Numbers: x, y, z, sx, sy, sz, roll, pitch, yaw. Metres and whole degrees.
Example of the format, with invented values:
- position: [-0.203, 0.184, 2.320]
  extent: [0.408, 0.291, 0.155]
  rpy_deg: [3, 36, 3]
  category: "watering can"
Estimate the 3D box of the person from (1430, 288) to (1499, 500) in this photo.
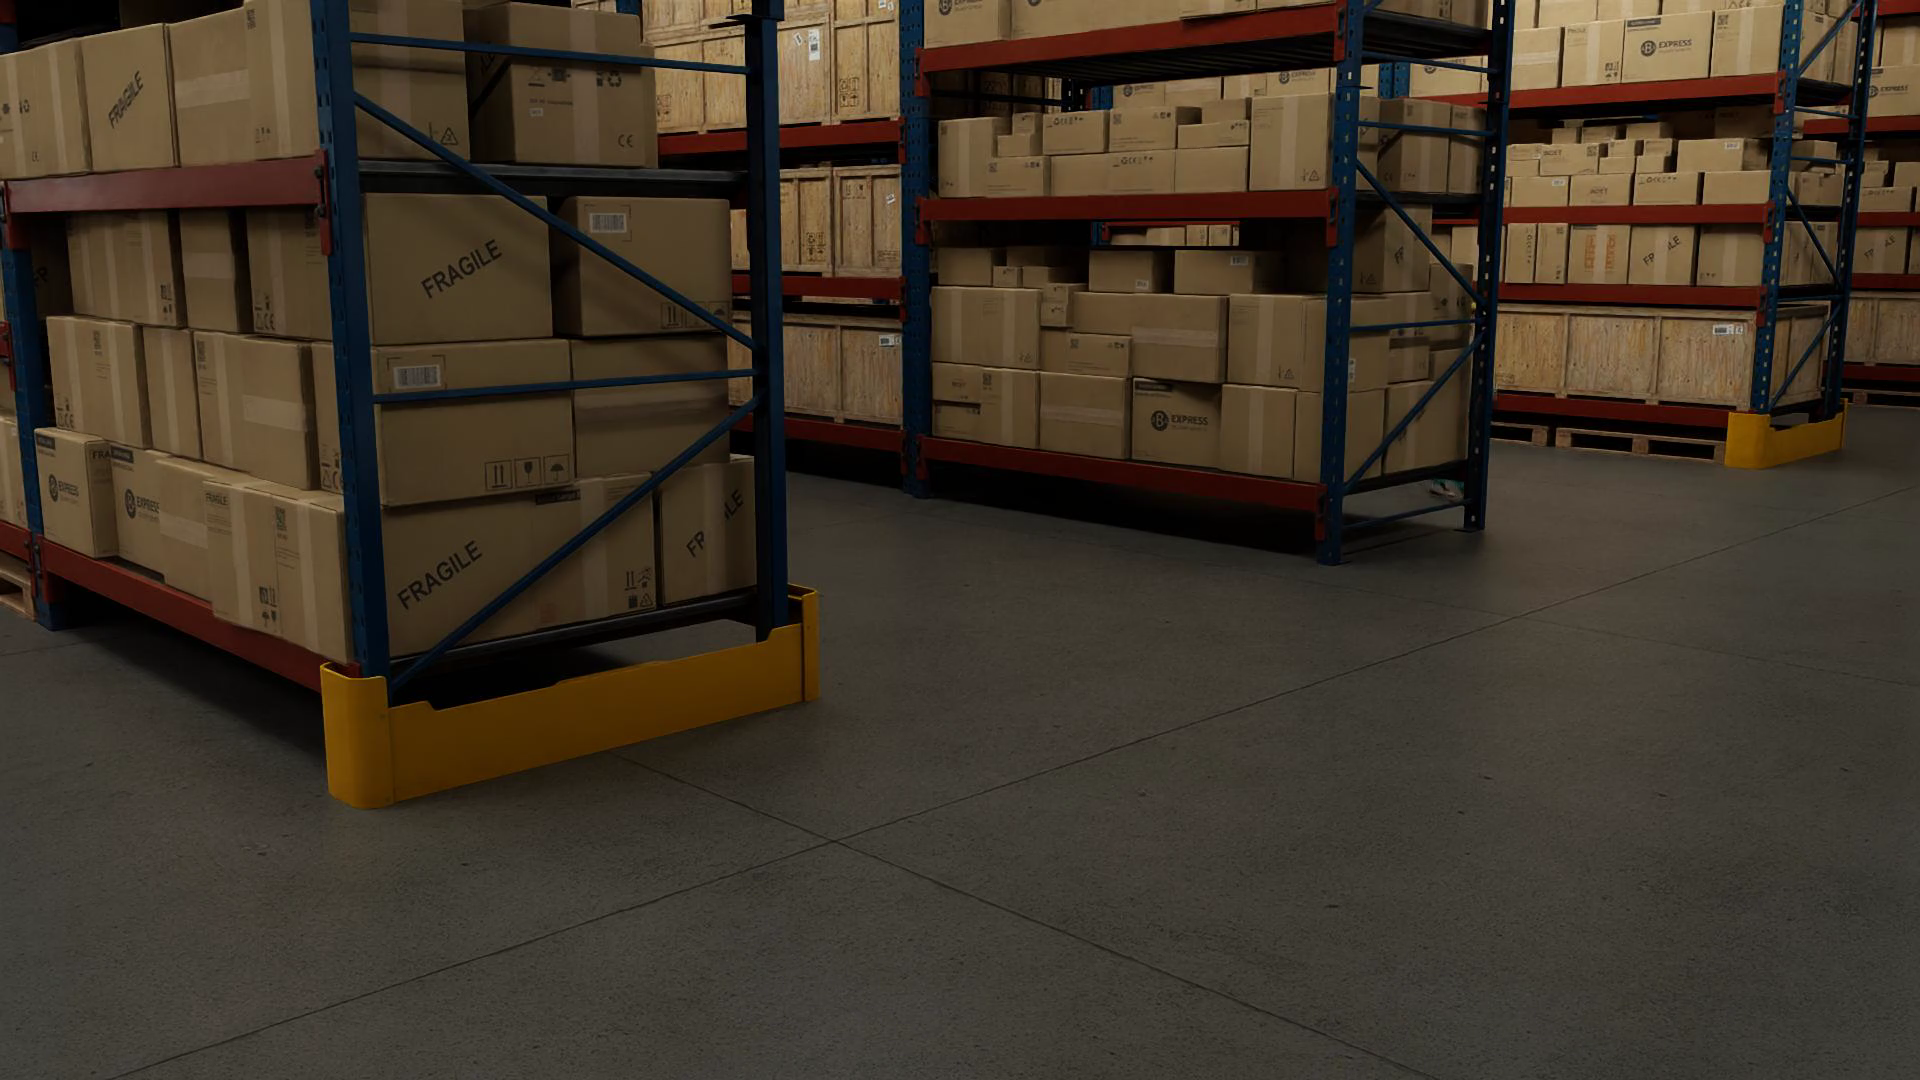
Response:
- position: [4.011, -1.147, 13.270]
  extent: [0.565, 1.718, 0.904]
  rpy_deg: [-4, 11, -20]
  category: "person"
